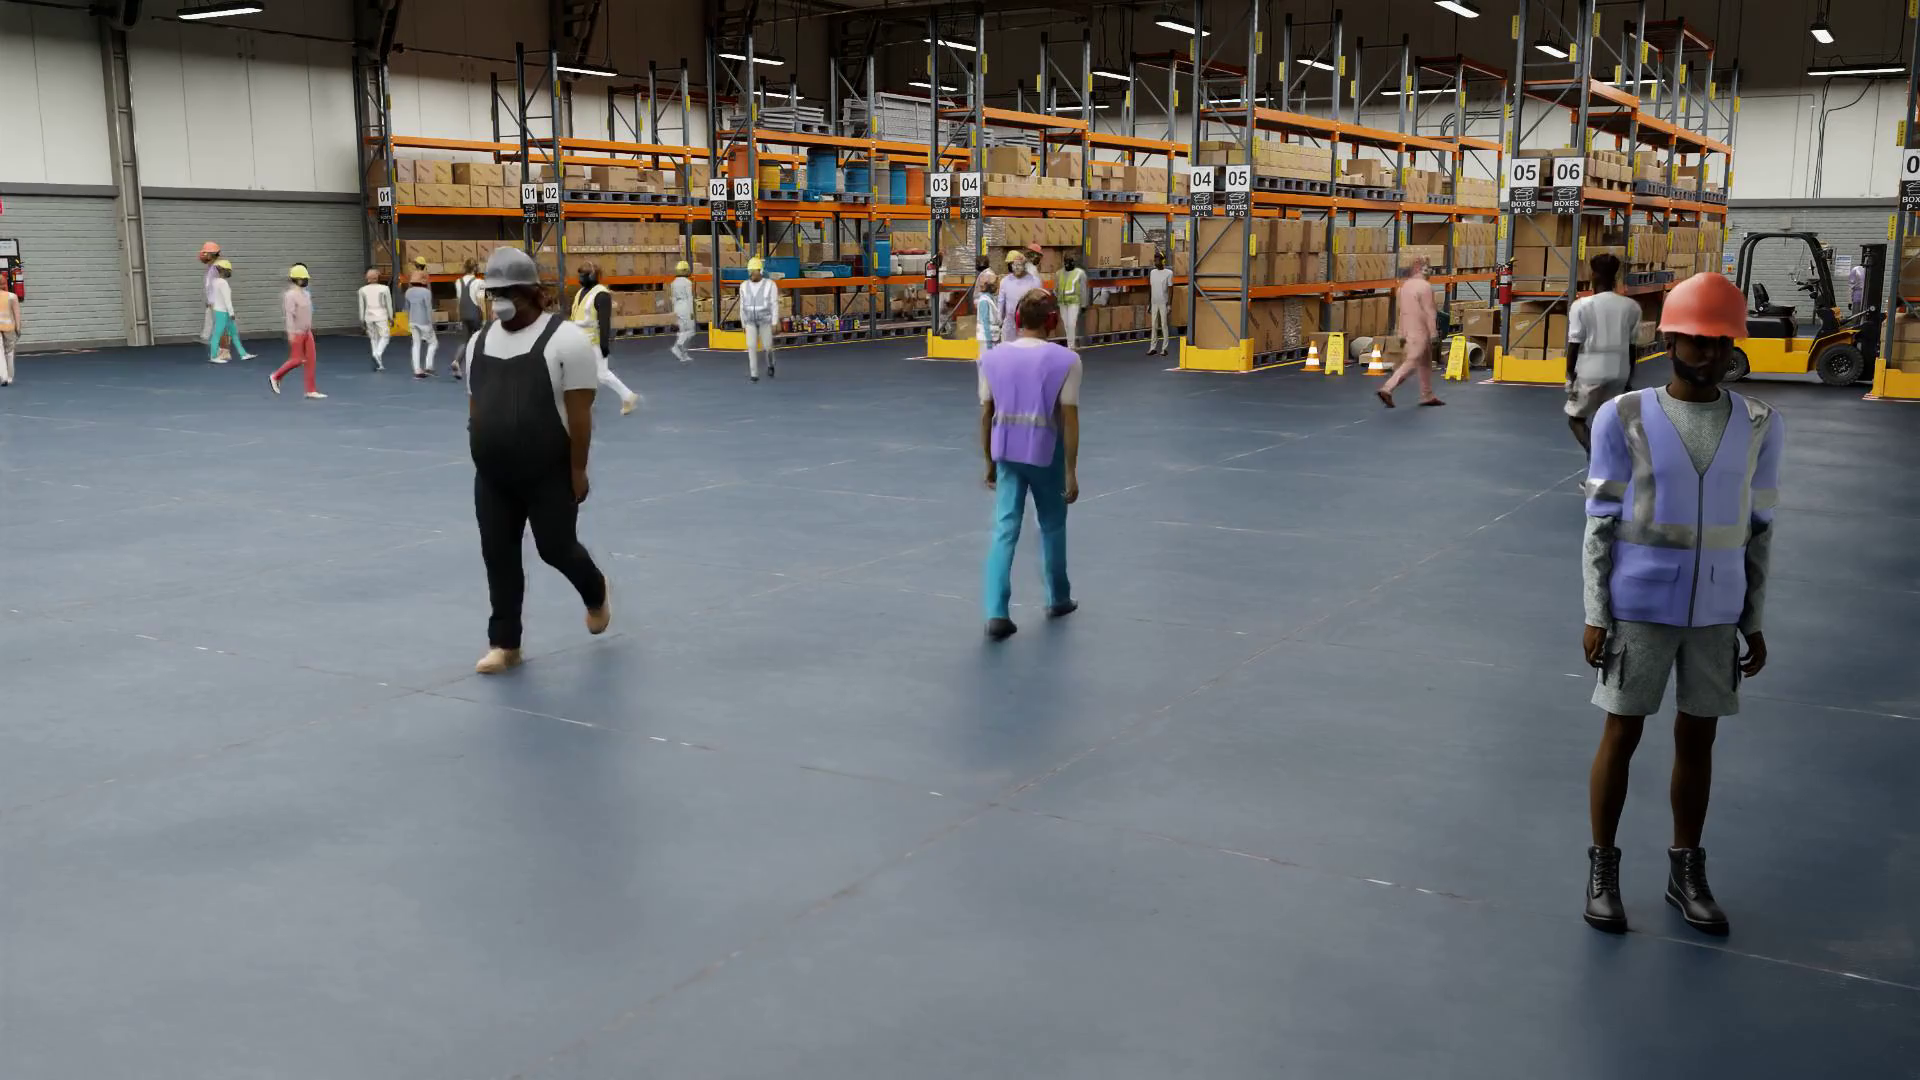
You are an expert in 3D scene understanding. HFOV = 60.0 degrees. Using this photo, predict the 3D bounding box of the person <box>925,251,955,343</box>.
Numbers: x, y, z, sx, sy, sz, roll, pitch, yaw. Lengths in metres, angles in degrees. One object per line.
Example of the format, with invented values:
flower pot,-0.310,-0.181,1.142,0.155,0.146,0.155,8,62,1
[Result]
person,-0.391,-4.961,33.994,0.765,1.864,0.594,-9,13,-41

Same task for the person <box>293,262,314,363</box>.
person,-11.170,-3.863,28.290,0.318,1.697,0.535,-3,11,-15

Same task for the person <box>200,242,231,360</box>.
person,-12.872,-4.118,28.746,0.377,2.045,0.605,-7,12,-35

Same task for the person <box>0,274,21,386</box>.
person,-13.684,-3.002,23.735,0.514,1.600,0.844,-8,13,-39

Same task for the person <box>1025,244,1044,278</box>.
person,1.180,-3.893,27.584,0.473,2.011,0.809,-1,10,-4

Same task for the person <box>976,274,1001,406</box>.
person,0.354,-2.486,20.738,0.315,1.640,0.519,2,10,11

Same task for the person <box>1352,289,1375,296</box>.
person,9.073,-5.559,37.251,0.605,1.882,0.843,7,13,36

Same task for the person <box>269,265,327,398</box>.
person,-8.692,-2.716,21.740,0.648,1.749,0.529,1,10,8

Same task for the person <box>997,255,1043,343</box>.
person,0.861,-3.160,23.909,0.658,1.862,0.981,3,11,17

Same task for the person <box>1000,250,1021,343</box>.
person,0.844,-3.682,26.707,0.653,1.907,0.588,-6,12,-32

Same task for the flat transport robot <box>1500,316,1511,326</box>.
flat transport robot,13.386,-5.373,40.740,0.652,0.197,1.431,-1,10,-4

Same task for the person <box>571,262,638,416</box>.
person,-4.164,-2.288,19.141,0.804,1.819,0.631,-8,13,-38

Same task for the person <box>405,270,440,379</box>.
person,-8.059,-3.237,24.980,0.515,1.616,0.466,5,11,24

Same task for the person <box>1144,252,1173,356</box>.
person,3.589,-4.237,29.922,0.521,1.865,0.328,8,13,38

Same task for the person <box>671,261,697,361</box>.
person,-4.759,-3.912,28.473,0.438,1.725,0.497,-10,14,-44

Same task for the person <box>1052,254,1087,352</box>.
person,1.942,-4.286,30.324,0.623,1.814,0.780,7,12,34

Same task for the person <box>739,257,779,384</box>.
person,-2.913,-3.191,24.173,0.596,1.822,0.569,1,10,8

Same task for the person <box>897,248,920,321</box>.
person,-1.292,-6.631,43.210,0.596,1.907,0.576,-7,12,-32

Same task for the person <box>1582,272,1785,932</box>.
person,2.105,0.195,4.880,0.545,1.941,0.351,1,10,4

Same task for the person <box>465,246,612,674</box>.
person,-2.047,-0.413,8.003,0.689,2.000,0.763,3,10,15

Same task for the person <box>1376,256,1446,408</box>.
person,5.608,-2.566,20.549,0.920,1.870,0.640,-1,10,-6

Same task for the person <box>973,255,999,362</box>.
person,0.443,-3.950,28.435,0.437,1.833,0.641,2,10,12

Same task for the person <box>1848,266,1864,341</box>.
person,17.159,-4.552,31.536,0.589,1.918,0.402,2,10,10

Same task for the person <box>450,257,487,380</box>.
person,-7.214,-3.227,24.409,0.560,1.821,0.692,3,11,17

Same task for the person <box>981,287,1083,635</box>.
person,0.371,-0.417,8.720,0.581,1.799,0.955,4,11,23

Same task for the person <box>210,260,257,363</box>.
person,-12.340,-3.857,28.153,0.861,1.714,0.556,-6,12,-32

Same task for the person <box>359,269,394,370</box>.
person,-9.273,-3.487,26.372,0.529,1.620,0.569,1,10,5

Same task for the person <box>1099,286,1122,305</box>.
person,3.454,-5.746,38.162,0.631,1.939,0.372,7,12,33

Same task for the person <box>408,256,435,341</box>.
person,-11.187,-5.009,34.558,0.530,1.752,0.356,6,12,30

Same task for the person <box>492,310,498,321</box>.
person,-5.646,-2.565,20.514,0.860,1.873,0.659,-5,11,-27

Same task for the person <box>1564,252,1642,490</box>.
person,5.173,-1.327,13.366,0.612,1.949,0.539,-1,10,-5

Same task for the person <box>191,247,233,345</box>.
person,-14.894,-4.846,33.110,0.927,1.937,0.639,-5,11,-27

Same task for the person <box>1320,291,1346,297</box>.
person,8.511,-5.647,37.954,0.971,1.822,0.517,-10,14,-44
